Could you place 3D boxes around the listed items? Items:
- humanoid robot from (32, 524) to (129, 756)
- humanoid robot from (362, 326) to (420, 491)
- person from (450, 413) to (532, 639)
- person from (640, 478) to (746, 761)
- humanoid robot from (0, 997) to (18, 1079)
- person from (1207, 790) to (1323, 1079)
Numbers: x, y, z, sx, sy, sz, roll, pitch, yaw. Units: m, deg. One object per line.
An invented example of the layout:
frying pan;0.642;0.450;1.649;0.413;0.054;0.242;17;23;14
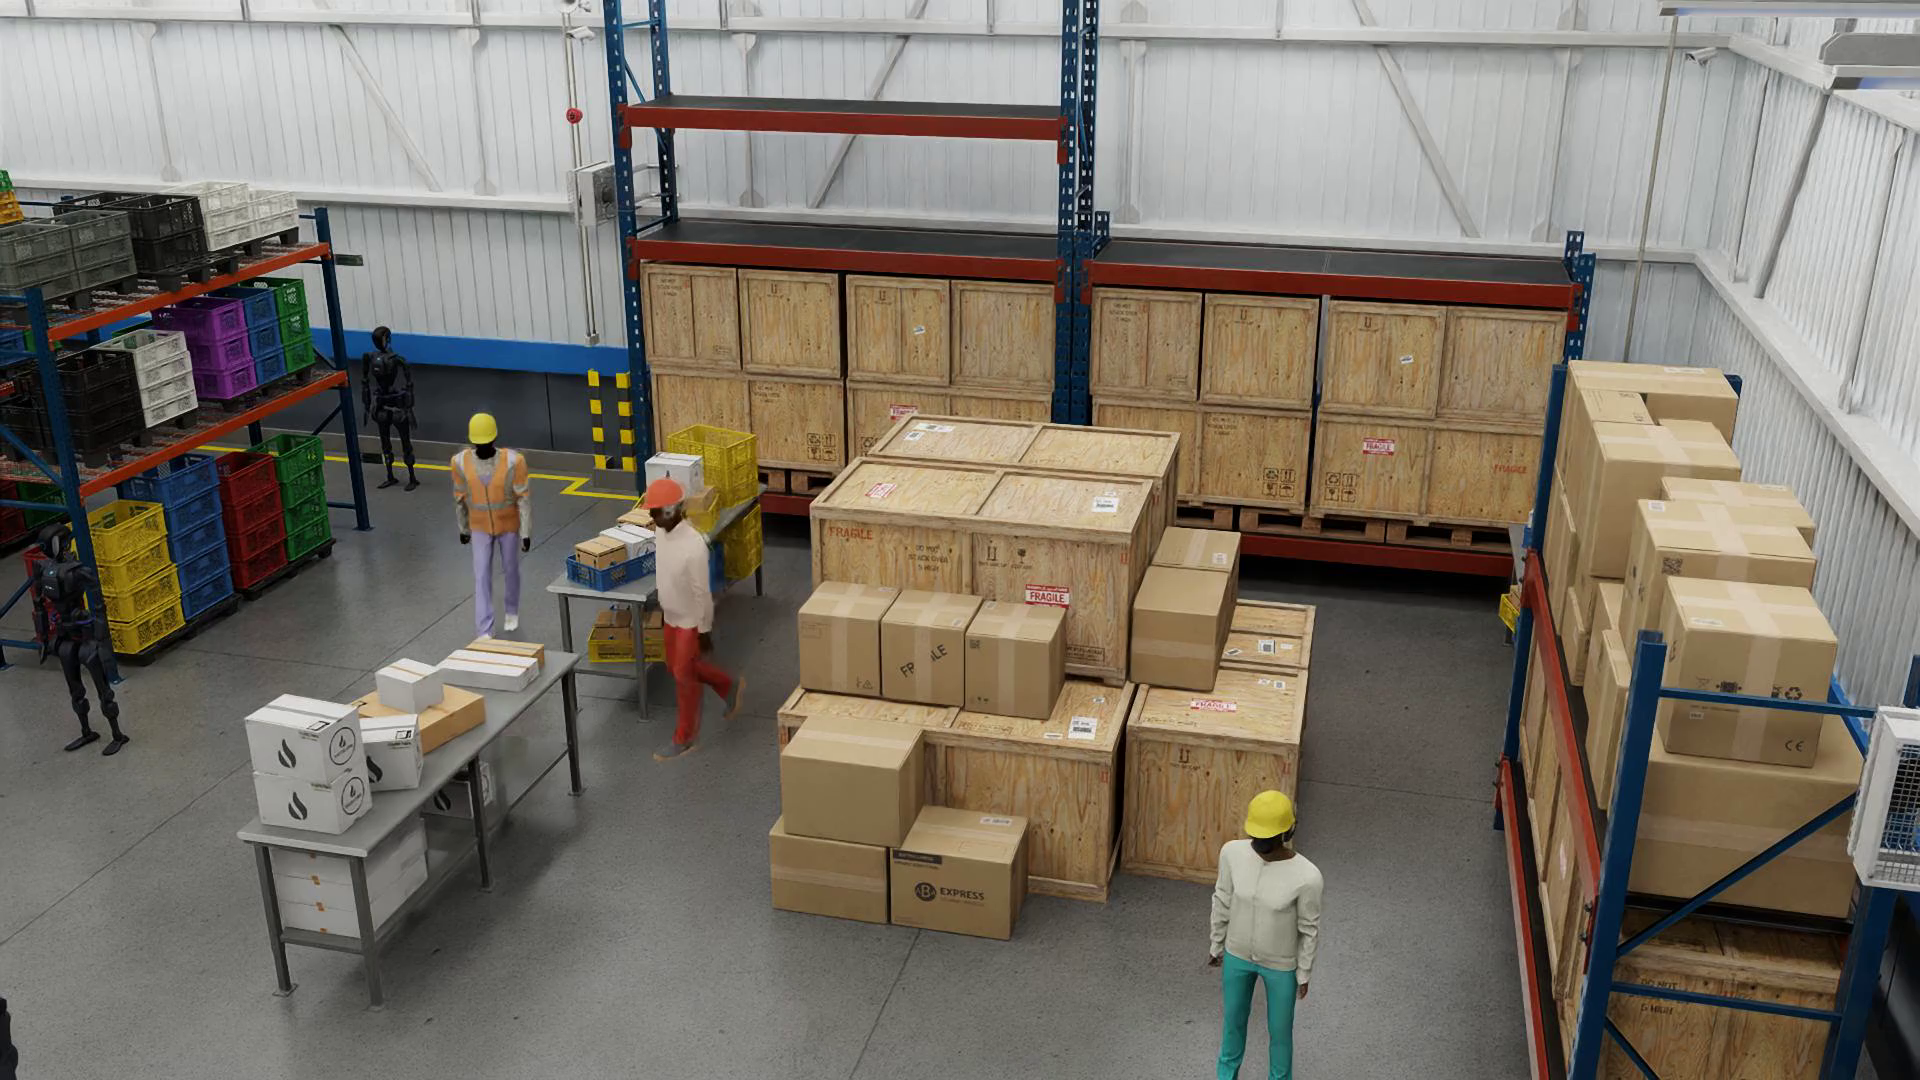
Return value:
humanoid robot;-5.994;0.677;11.283;0.599;1.657;0.325;5;22;14
humanoid robot;-5.636;-1.300;16.459;0.599;1.654;0.325;5;22;14
person;-3.635;-0.071;12.963;0.596;1.879;0.918;-3;21;-9
person;-1.838;0.494;11.392;0.767;1.959;0.638;-17;27;-37
humanoid robot;-4.357;2.216;7.261;0.599;1.654;0.325;5;22;14
person;1.413;1.963;7.812;0.524;1.768;0.314;12;24;28
